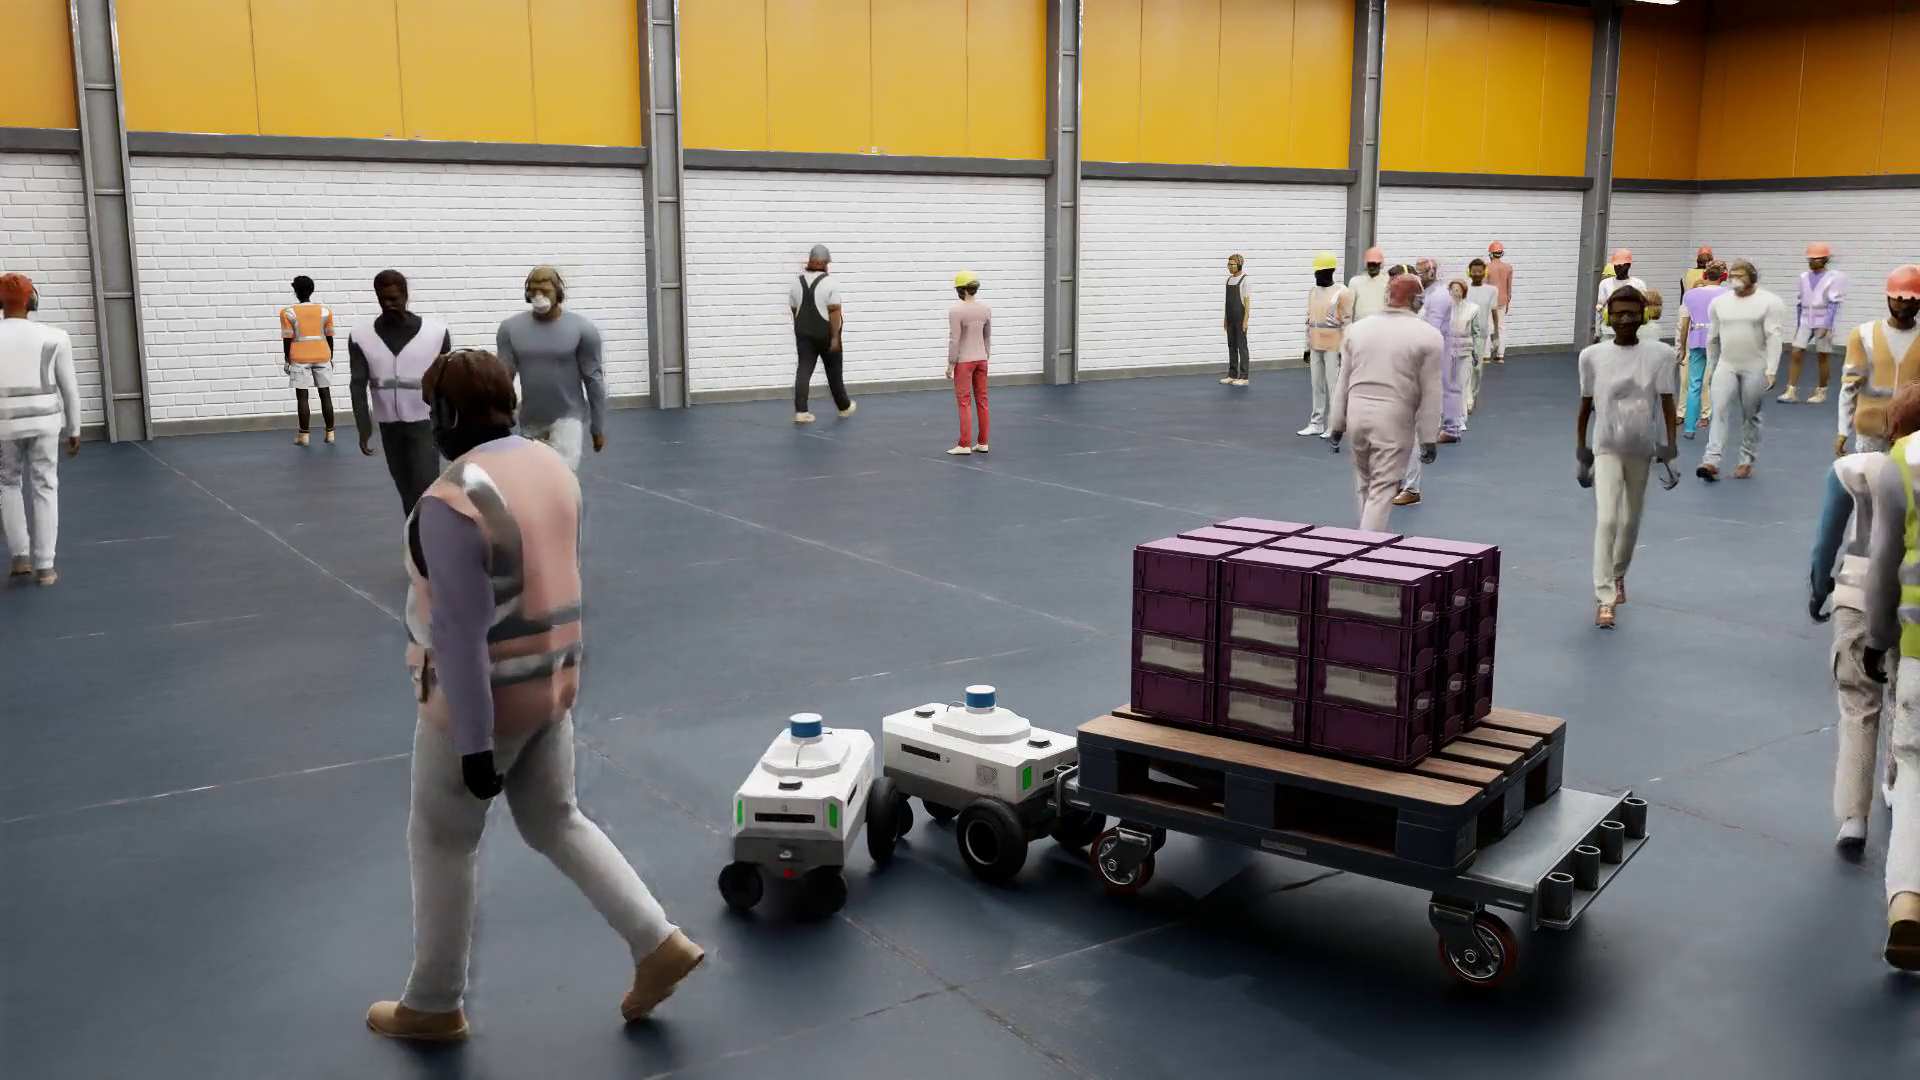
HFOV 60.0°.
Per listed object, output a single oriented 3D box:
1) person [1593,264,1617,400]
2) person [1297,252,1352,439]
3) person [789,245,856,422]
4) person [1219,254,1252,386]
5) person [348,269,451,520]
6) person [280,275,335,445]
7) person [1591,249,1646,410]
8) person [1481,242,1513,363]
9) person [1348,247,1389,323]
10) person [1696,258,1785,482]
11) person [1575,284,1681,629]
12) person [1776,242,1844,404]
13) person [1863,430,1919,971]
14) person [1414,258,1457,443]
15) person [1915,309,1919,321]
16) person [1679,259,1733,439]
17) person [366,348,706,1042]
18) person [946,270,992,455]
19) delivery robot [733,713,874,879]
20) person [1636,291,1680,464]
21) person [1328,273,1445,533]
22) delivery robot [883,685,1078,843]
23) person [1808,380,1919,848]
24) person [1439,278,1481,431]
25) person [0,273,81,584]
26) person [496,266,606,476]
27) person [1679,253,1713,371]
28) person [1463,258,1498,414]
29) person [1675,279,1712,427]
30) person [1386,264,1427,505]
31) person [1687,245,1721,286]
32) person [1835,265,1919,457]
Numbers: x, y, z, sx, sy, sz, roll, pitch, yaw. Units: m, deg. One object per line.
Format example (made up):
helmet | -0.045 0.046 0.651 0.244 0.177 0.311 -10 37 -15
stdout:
person | 8.260 -2.643 21.178 0.484 1.744 0.295 -6 12 -28
person | 3.771 -2.011 17.216 0.384 1.922 0.594 -6 12 -31
person | -1.576 -2.362 18.822 0.693 2.000 1.033 5 12 27
person | 3.881 -3.086 23.356 0.336 1.841 0.508 -6 12 -30
person | -3.337 -0.670 9.983 0.602 1.874 0.901 -1 10 -4
person | -6.513 -1.793 16.648 0.535 1.697 0.318 -8 13 -39
person | 7.825 -2.485 19.778 0.551 1.935 0.372 7 13 35
person | 8.815 -3.917 27.471 0.609 1.995 0.378 -3 11 -17
person | 5.083 -2.637 20.553 0.617 1.965 0.888 5 12 26
person | 6.604 -1.427 14.099 0.654 1.884 1.006 9 14 40
person | 3.649 -0.486 9.131 0.533 1.834 0.937 3 11 15
person | 10.521 -2.661 20.569 0.903 2.002 0.610 -7 12 -32
person | 2.891 0.336 4.695 0.644 1.812 0.762 6 12 30
person | 4.612 -1.884 16.672 0.927 1.861 0.654 -2 10 -9
person | 12.733 -2.770 21.724 0.447 1.791 0.635 2 11 11
person | 7.665 -1.940 17.039 0.564 1.845 0.389 6 12 29
person | -1.112 0.415 4.258 0.809 1.809 0.629 3 11 18
person | 0.079 -1.691 15.899 0.522 1.768 0.314 -9 14 -41
delivery robot | -0.488 0.798 5.315 0.477 0.478 0.707 1 10 6
person | 6.191 -1.449 15.053 0.845 1.588 0.516 -4 11 -23
person | 2.649 -0.682 10.153 0.663 1.852 0.885 10 14 44
delivery robot | 0.068 0.737 5.650 0.707 0.478 0.477 9 14 41
person | 3.223 0.246 5.757 0.520 1.593 0.872 5 12 26
person | 5.311 -1.985 17.865 0.523 1.636 0.311 3 11 15
person | -5.646 -0.674 10.053 0.607 1.859 0.622 -6 12 -28
person | -2.488 -0.673 9.944 0.646 1.893 0.954 2 11 10
person | 11.393 -3.496 25.614 0.429 1.837 0.628 -7 13 -35
person | 6.152 -2.447 19.862 0.527 1.841 0.909 2 11 13
person | 8.102 -2.049 18.255 0.283 1.628 0.507 -9 14 -42
person | 3.439 -1.199 12.928 0.309 1.864 0.535 -1 10 -8
person | 12.548 -4.008 28.135 0.551 1.932 0.378 4 11 21
person | 5.480 -0.648 9.802 0.560 1.903 0.850 6 12 29
